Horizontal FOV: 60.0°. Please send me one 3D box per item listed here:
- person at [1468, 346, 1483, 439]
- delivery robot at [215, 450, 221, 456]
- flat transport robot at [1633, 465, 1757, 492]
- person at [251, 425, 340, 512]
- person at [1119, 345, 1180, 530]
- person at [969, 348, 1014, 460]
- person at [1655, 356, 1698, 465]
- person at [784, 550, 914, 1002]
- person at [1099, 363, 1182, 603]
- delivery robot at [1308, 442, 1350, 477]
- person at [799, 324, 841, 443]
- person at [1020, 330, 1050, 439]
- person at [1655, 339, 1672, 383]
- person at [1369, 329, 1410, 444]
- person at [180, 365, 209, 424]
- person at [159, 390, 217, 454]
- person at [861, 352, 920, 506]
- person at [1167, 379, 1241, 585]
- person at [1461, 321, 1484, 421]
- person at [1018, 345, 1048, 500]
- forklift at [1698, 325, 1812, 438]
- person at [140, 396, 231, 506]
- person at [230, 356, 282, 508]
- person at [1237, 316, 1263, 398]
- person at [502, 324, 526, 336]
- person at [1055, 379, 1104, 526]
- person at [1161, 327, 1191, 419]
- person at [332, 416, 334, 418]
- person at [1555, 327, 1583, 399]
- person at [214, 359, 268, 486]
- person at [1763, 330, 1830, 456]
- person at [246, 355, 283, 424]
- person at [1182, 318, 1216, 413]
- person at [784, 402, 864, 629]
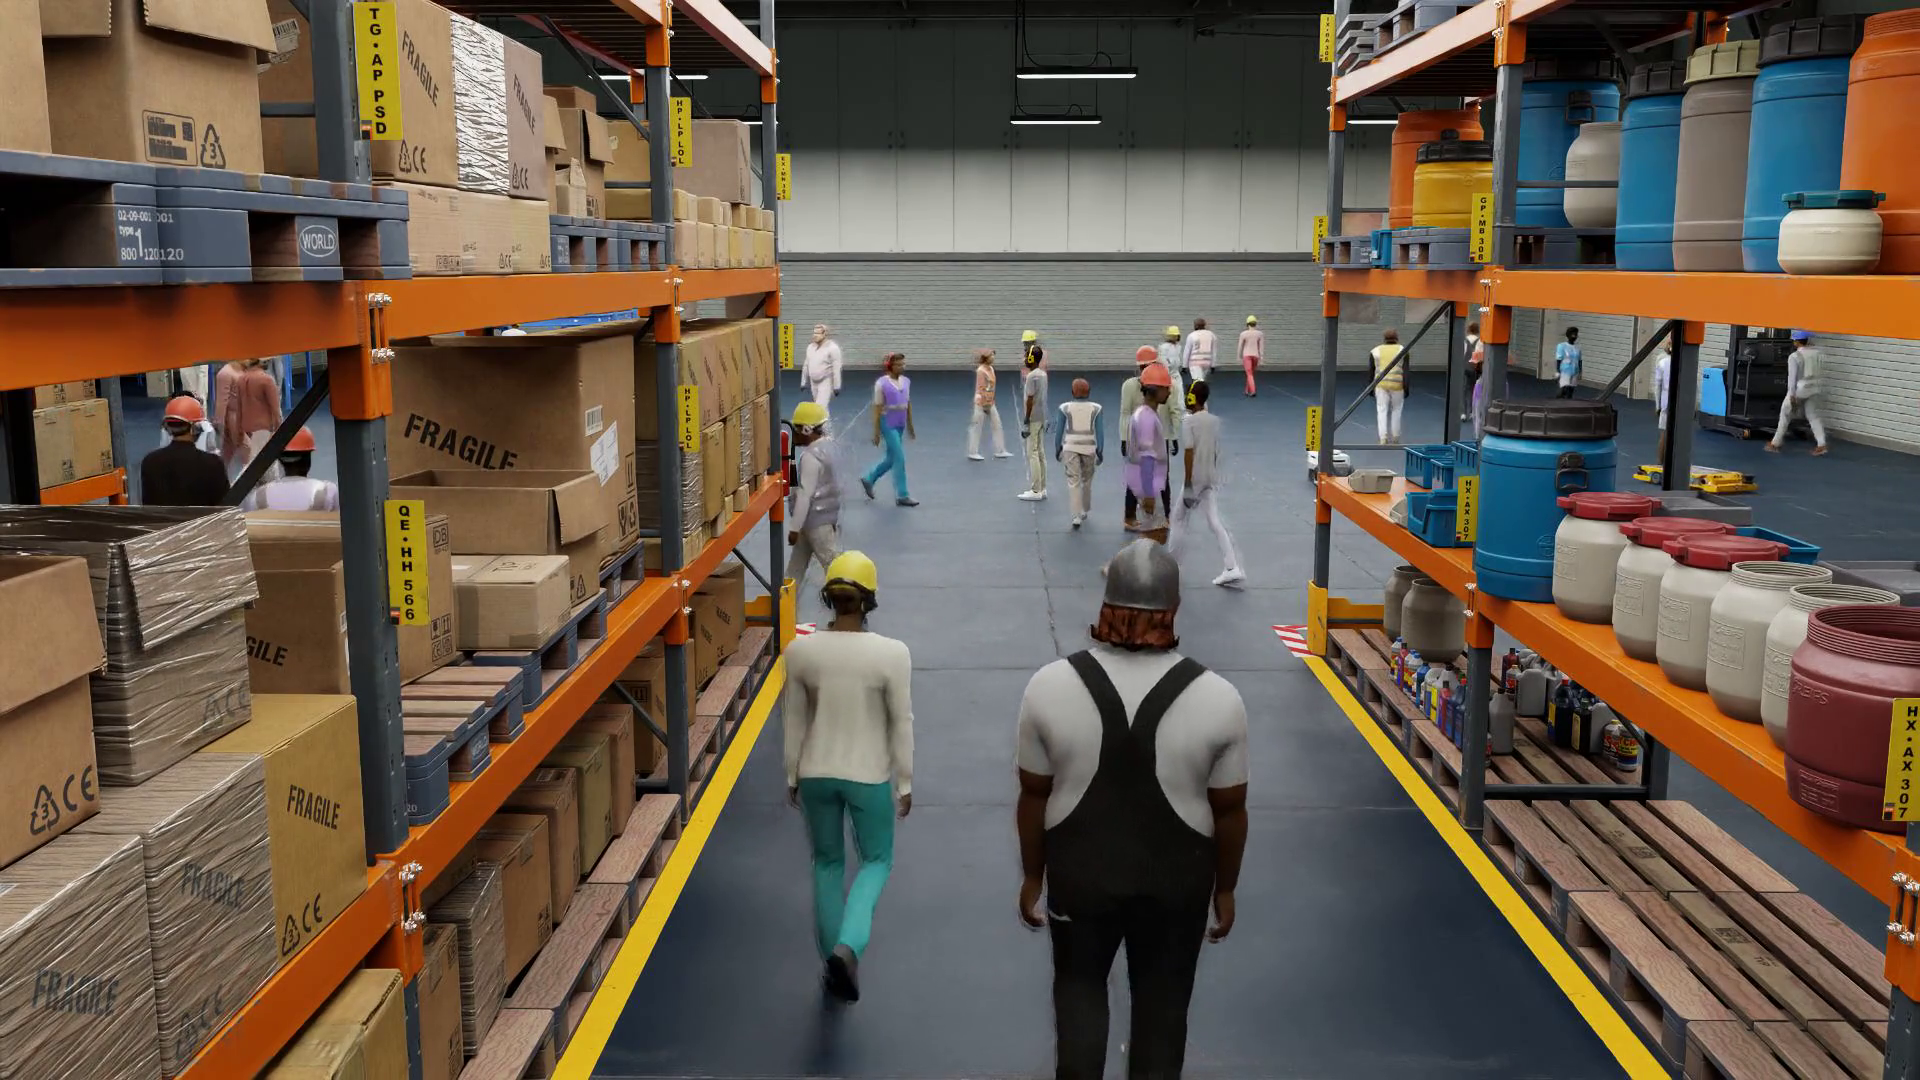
[{"bbox_3d":[6.083,-1.239,18.902,0.812,1.911,0.557,7,12,37],"label":"person"},{"bbox_3d":[-9.943,-1.085,21.831,0.707,0.478,0.477,7,12,37],"label":"delivery robot"},{"bbox_3d":[9.407,-0.810,21.314,0.652,0.197,1.431,-4,10,-20],"label":"flat transport robot"},{"bbox_3d":[-3.888,0.267,9.801,0.555,1.920,0.650,1,10,6],"label":"person"},{"bbox_3d":[2.015,-1.088,17.766,0.640,1.976,0.452,1,10,4],"label":"person"},{"bbox_3d":[0.454,-1.948,23.997,0.755,1.609,0.539,4,10,21],"label":"person"},{"bbox_3d":[9.544,-1.800,22.137,0.373,1.934,0.551,-8,13,-41],"label":"person"},{"bbox_3d":[-0.452,0.925,6.414,0.531,1.742,0.610,2,10,13],"label":"person"},{"bbox_3d":[1.531,-0.446,13.733,0.588,2.029,0.637,2,10,9],"label":"person"},{"bbox_3d":[4.772,-1.031,21.509,0.477,0.478,0.707,-1,10,-7],"label":"delivery robot"},{"bbox_3d":[-2.234,-2.434,26.120,0.656,1.883,0.722,8,13,41],"label":"person"},{"bbox_3d":[1.179,-2.533,27.078,0.433,1.759,0.523,-5,11,-29],"label":"person"},{"bbox_3d":[12.012,-2.627,28.108,0.503,1.597,0.816,3,10,16],"label":"person"},{"bbox_3d":[6.780,-2.417,26.229,0.655,1.798,0.918,4,10,23],"label":"person"},{"bbox_3d":[-10.987,-2.086,23.848,0.628,1.940,0.373,8,13,41],"label":"person"},{"bbox_3d":[-7.220,-0.553,15.462,0.715,1.671,0.548,4,10,22],"label":"person"},{"bbox_3d":[-0.850,-1.337,19.741,0.838,1.815,0.589,6,11,31],"label":"person"},{"bbox_3d":[2.136,-0.520,14.839,0.533,1.827,0.990,-8,13,-41],"label":"person"},{"bbox_3d":[9.217,-3.053,30.074,0.535,1.805,0.958,4,10,20],"label":"person"},{"bbox_3d":[0.895,-1.428,20.152,0.320,1.865,0.513,4,10,23],"label":"person"},{"bbox_3d":[13.248,-3.165,27.620,1.129,2.768,1.873,0,9,1],"label":"forklift"},{"bbox_3d":[-5.081,0.016,11.187,0.621,1.967,0.812,3,10,17],"label":"person"},{"bbox_3d":[-8.126,-1.294,19.127,0.623,1.949,0.989,7,12,36],"label":"person"},{"bbox_3d":[6.188,-3.904,35.367,0.532,1.728,0.883,-2,10,-12],"label":"person"},{"bbox_3d":[-8.509,-3.394,31.886,0.535,1.869,0.312,1,10,4],"label":"person"},{"bbox_3d":[1.301,-0.967,18.196,0.526,1.583,0.869,0,9,-3],"label":"person"},{"bbox_3d":[3.837,-2.982,29.933,0.506,1.695,0.894,-6,11,-34],"label":"person"},{"bbox_3d":[-11.116,-3.197,30.643,0.946,1.907,0.540,1,10,8],"label":"person"},{"bbox_3d":[11.130,-3.052,30.360,0.554,1.683,0.369,-3,10,-20],"label":"person"},{"bbox_3d":[-8.819,-1.472,20.464,1.009,1.835,0.707,-1,10,-4],"label":"person"},{"bbox_3d":[12.514,-2.200,24.674,0.618,1.903,1.008,-3,10,-20],"label":"person"},{"bbox_3d":[-10.957,-2.466,26.263,0.653,1.882,1.019,0,9,-2],"label":"person"},{"bbox_3d":[4.498,-3.337,31.752,0.654,1.794,0.927,-5,11,-28],"label":"person"},{"bbox_3d":[-1.167,-0.173,12.854,0.922,1.782,0.616,0,9,3],"label":"person"}]
